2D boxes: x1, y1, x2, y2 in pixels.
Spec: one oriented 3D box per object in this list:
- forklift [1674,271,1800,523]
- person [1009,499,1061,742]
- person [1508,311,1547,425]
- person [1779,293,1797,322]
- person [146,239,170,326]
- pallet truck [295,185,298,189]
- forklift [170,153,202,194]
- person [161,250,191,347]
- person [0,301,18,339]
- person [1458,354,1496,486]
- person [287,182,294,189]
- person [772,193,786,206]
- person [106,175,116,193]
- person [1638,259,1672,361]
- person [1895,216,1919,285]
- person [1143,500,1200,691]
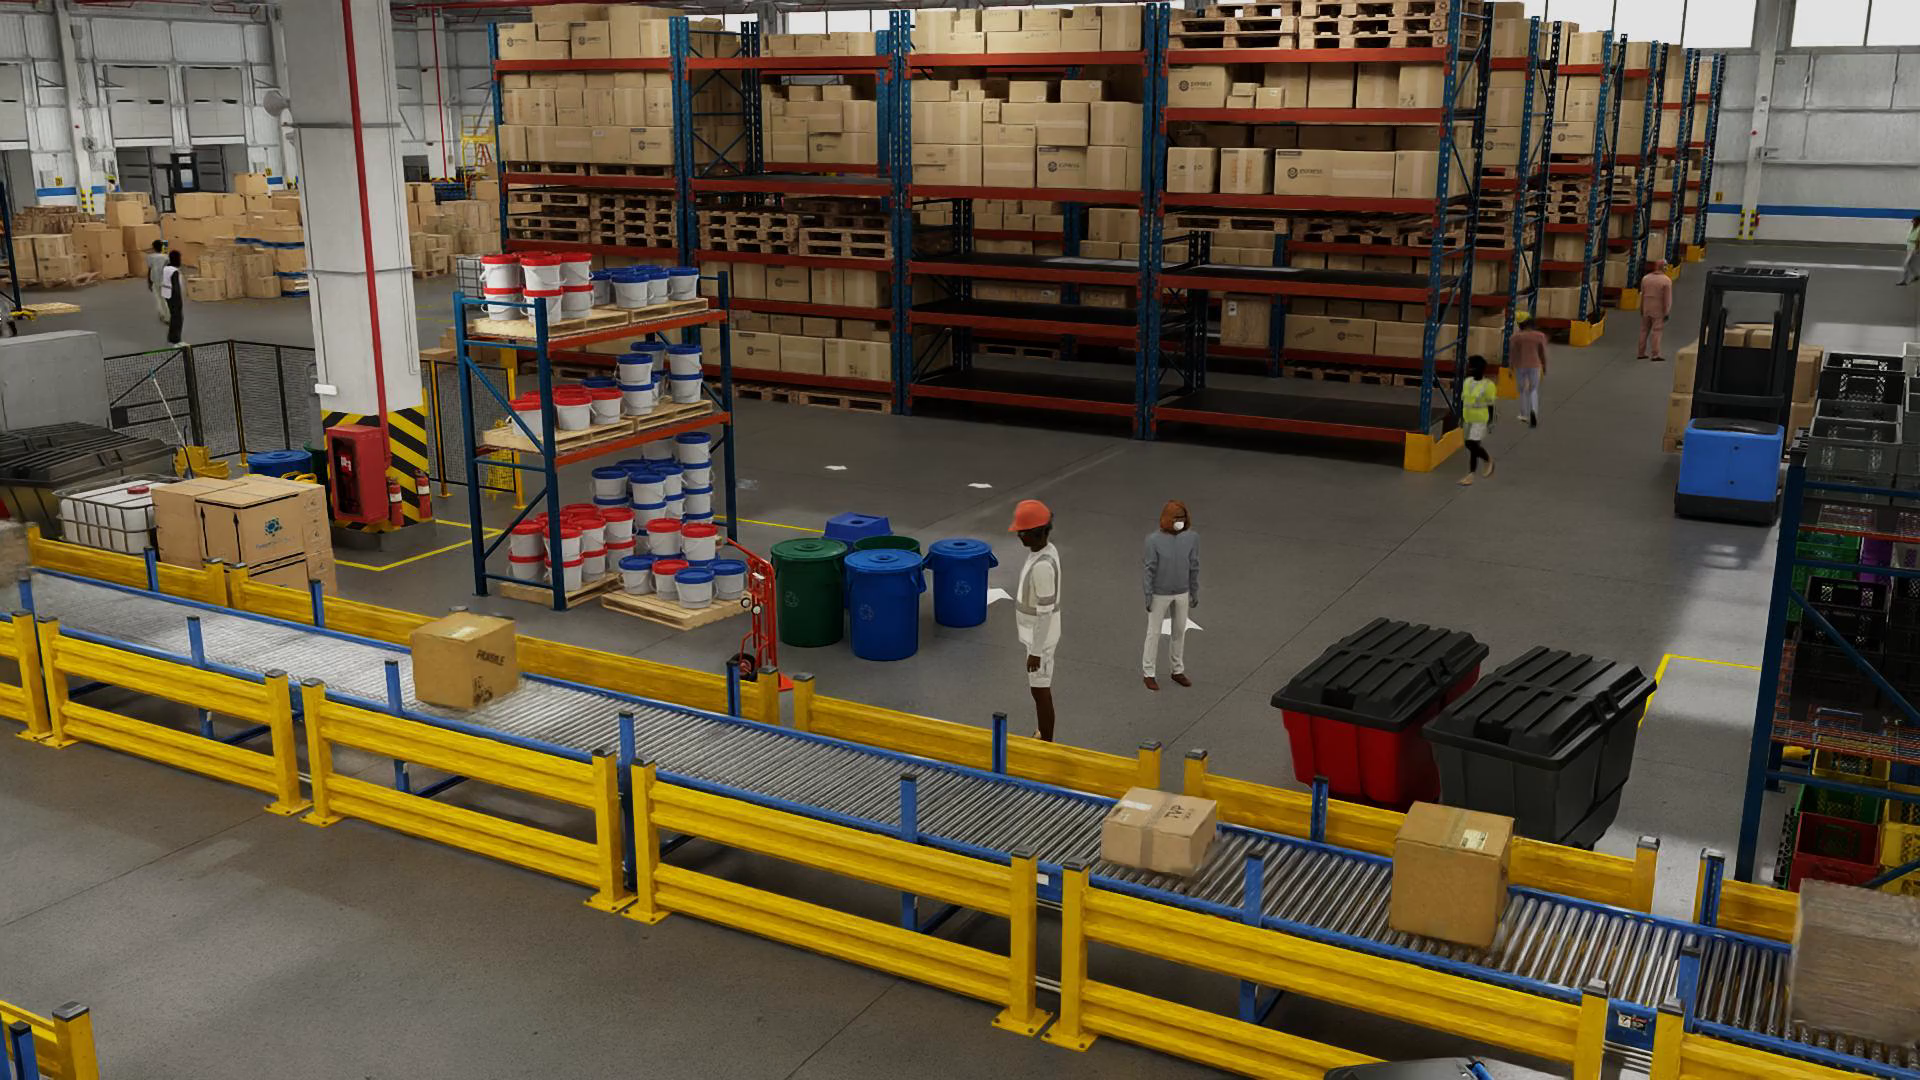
[{"bbox_3d":[9.269,-1.763,19.726,1.129,2.768,1.873,8,17,27],"label":"forklift"},{"bbox_3d":[0.543,0.696,12.097,0.381,2.039,0.606,0,15,1],"label":"person"},{"bbox_3d":[8.556,-2.590,25.061,0.593,1.705,0.735,2,15,7],"label":"person"},{"bbox_3d":[15.642,-4.242,31.434,0.284,1.634,0.498,4,15,15],"label":"person"},{"bbox_3d":[-17.317,-5.595,36.110,0.554,1.848,0.599,-3,15,-10],"label":"person"},{"bbox_3d":[-26.804,-14.617,69.738,1.885,1.965,0.823,-14,20,-42],"label":"pallet truck"},{"bbox_3d":[-28.889,-13.072,62.240,1.873,2.768,1.129,8,17,28],"label":"forklift"},{"bbox_3d":[-15.544,-4.770,32.913,0.447,1.897,0.620,-13,20,-40],"label":"person"},{"bbox_3d":[-15.924,-3.328,27.455,0.992,1.923,0.624,8,17,27],"label":"person"},{"bbox_3d":[6.655,-1.553,21.243,0.686,1.669,0.541,-8,17,-26],"label":"person"},{"bbox_3d":[-23.466,-11.583,58.448,0.371,1.940,0.627,6,16,20],"label":"person"},{"bbox_3d":[-5.944,-10.771,55.582,0.637,1.840,0.429,2,15,6],"label":"person"},{"bbox_3d":[-33.141,-13.342,65.166,0.600,1.879,0.960,11,19,37],"label":"person"},{"bbox_3d":[13.048,-4.304,31.168,0.399,1.899,0.646,-9,17,-29],"label":"person"},{"bbox_3d":[24.989,-7.595,43.684,0.574,1.815,0.599,1,15,2],"label":"person"},{"bbox_3d":[1.746,0.455,13.800,0.497,1.625,0.287,-5,16,-19],"label":"person"}]
